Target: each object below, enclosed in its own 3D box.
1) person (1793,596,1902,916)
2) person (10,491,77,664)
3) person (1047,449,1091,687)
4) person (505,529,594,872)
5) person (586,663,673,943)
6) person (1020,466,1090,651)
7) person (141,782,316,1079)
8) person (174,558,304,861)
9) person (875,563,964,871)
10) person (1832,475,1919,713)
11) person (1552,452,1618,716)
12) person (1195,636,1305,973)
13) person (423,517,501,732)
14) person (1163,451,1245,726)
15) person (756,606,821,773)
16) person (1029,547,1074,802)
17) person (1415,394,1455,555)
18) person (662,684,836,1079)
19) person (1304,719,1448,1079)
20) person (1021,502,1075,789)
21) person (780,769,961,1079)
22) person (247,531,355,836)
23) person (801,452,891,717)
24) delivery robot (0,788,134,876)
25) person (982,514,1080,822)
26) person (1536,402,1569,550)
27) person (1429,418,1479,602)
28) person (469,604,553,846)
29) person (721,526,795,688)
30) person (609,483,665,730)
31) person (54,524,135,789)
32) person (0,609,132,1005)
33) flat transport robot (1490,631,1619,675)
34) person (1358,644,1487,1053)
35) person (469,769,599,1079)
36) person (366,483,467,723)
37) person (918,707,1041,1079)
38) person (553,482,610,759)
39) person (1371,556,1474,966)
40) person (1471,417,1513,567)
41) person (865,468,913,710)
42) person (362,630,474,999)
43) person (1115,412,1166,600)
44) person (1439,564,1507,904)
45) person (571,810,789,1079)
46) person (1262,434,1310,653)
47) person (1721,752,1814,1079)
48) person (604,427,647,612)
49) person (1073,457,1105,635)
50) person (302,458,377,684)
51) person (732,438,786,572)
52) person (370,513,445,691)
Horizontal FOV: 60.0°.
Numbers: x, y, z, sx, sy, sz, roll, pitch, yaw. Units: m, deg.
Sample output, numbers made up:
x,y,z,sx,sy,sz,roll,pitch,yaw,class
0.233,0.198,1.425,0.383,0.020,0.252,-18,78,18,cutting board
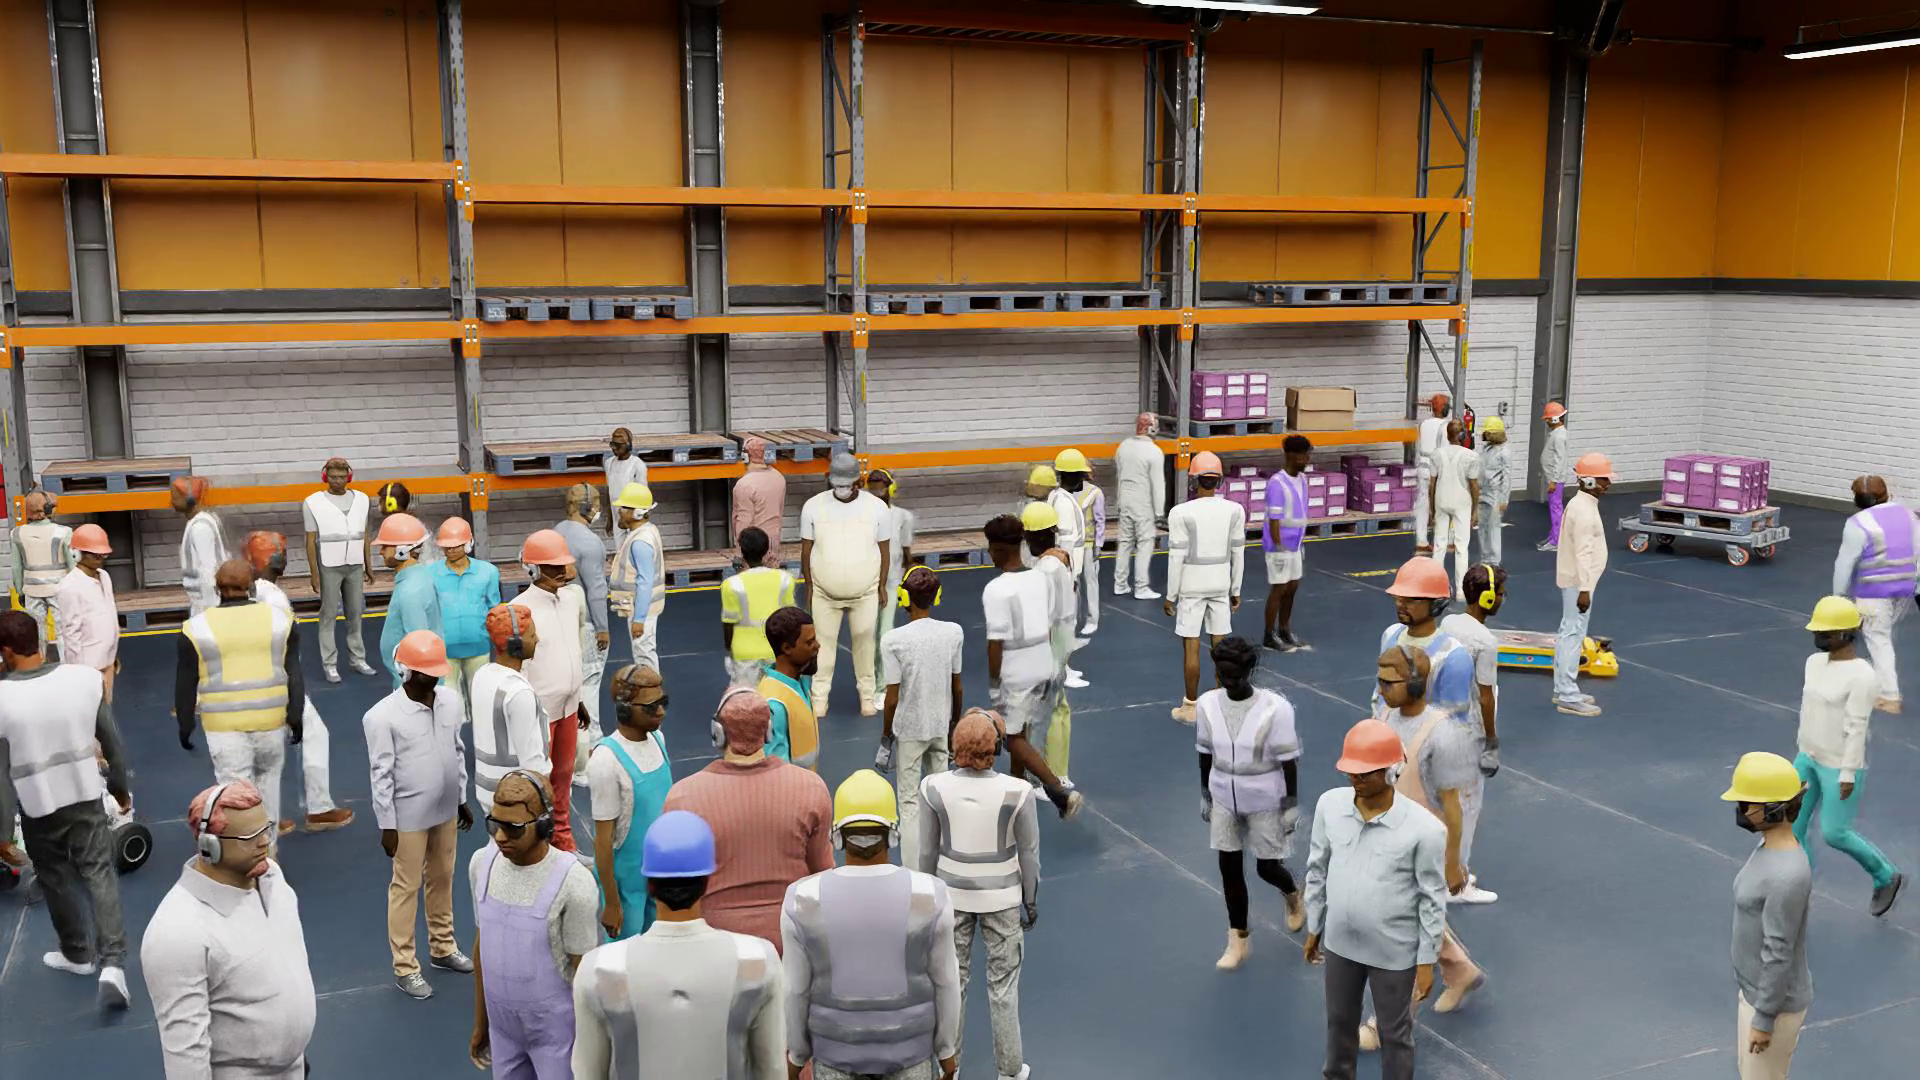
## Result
x,y,z,sx,sy,sz,roll,pitch,yaw,class
4.561,1.141,8.682,0.665,1.740,0.533,-1,10,-8,person
-7.170,0.431,13.095,0.523,1.636,0.306,-1,10,-3,person
0.867,0.220,13.470,0.369,1.928,0.586,-1,10,-3,person
-2.271,0.925,9.213,0.375,1.995,0.609,4,11,21,person
-1.337,1.407,6.873,0.325,1.843,0.517,3,10,16,person
0.747,0.212,14.164,0.869,1.693,0.494,-2,10,-13,person
-2.203,1.672,5.169,0.407,1.906,0.655,1,10,4,person
-4.047,0.994,9.331,0.652,1.809,0.762,-7,12,-33,person
-0.217,1.047,8.872,0.526,1.871,0.324,-6,12,-33,person
7.053,0.410,12.753,0.647,1.798,0.553,-3,10,-18,person
4.749,0.323,12.679,0.392,1.995,0.612,3,10,16,person
1.446,1.263,8.193,0.576,1.669,0.582,7,12,36,person
-3.354,0.706,11.178,0.572,1.749,0.324,-4,11,-23,person
1.797,0.358,12.346,0.616,2.041,0.381,-3,10,-17,person
-0.802,1.244,7.592,0.399,1.922,0.590,0,10,1,person
0.587,0.850,10.687,0.274,1.632,0.507,3,10,16,person
5.609,-0.758,19.297,0.775,1.855,0.606,-6,11,-30,person
-0.791,1.481,6.276,0.642,1.907,0.408,-2,10,-14,person
1.566,1.535,6.397,0.573,1.748,0.342,9,13,42,person
0.543,0.703,10.706,0.379,1.921,0.586,3,10,17,person
-0.293,1.655,5.506,0.588,1.824,0.403,0,10,-2,person
-4.024,0.854,9.999,0.590,1.857,0.703,8,12,37,person
-0.855,0.329,12.517,0.682,2.000,0.536,0,10,-2,person
-4.985,1.591,9.253,0.477,0.478,0.707,4,11,24,delivery robot
0.420,0.809,10.068,0.740,1.934,0.613,8,12,37,person
6.975,-0.747,19.572,0.338,1.742,0.562,3,10,19,person
4.959,-0.300,16.719,0.506,1.841,0.344,7,12,34,person
-2.080,1.225,7.811,0.352,1.883,0.579,-8,13,-38,person
-1.329,0.746,11.115,0.540,1.681,0.485,-5,11,-28,person
-2.359,0.489,12.182,0.404,1.836,0.597,-2,10,-11,person
-5.650,0.758,10.882,0.339,1.748,0.564,-1,10,-3,person
-4.191,1.241,7.784,0.909,1.868,0.668,9,14,43,person
4.795,0.934,14.126,1.431,0.197,0.652,3,10,15,flat transport robot
2.057,1.333,7.401,0.809,1.818,0.522,-4,11,-21,person
-1.420,1.642,5.556,0.502,1.840,0.349,5,11,27,person
-4.070,0.484,12.289,0.749,1.819,0.535,-5,11,-25,person
0.078,1.503,6.908,0.514,1.641,0.308,2,10,11,person
-2.599,0.561,11.491,0.372,1.934,0.630,-8,13,-39,person
2.204,1.087,8.131,0.365,2.048,0.608,-5,11,-25,person
5.746,-0.459,18.004,0.361,1.742,0.495,-5,11,-26,person
-0.617,0.368,12.835,0.527,1.858,0.515,3,10,17,person
-2.536,1.277,7.908,0.336,1.743,0.563,5,11,27,person
1.831,-0.343,16.841,0.429,1.896,0.658,-6,12,-32,person
2.742,1.040,8.964,0.338,1.858,0.523,-2,10,-13,person
-0.795,1.727,4.782,0.623,1.932,0.421,-3,10,-15,person
2.859,0.033,14.555,0.409,1.956,0.609,8,13,40,person
2.851,1.616,5.939,0.338,1.756,0.532,4,10,20,person
-3.212,-0.179,16.074,0.517,1.833,0.371,7,12,35,person
1.104,0.048,15.298,0.521,1.636,0.311,9,13,42,person
-5.082,0.235,13.641,0.389,1.838,0.567,8,13,38,person
-1.783,0.056,14.491,0.407,1.903,0.641,5,11,24,person
-3.215,0.828,9.774,0.381,1.994,0.620,-3,10,-15,person
